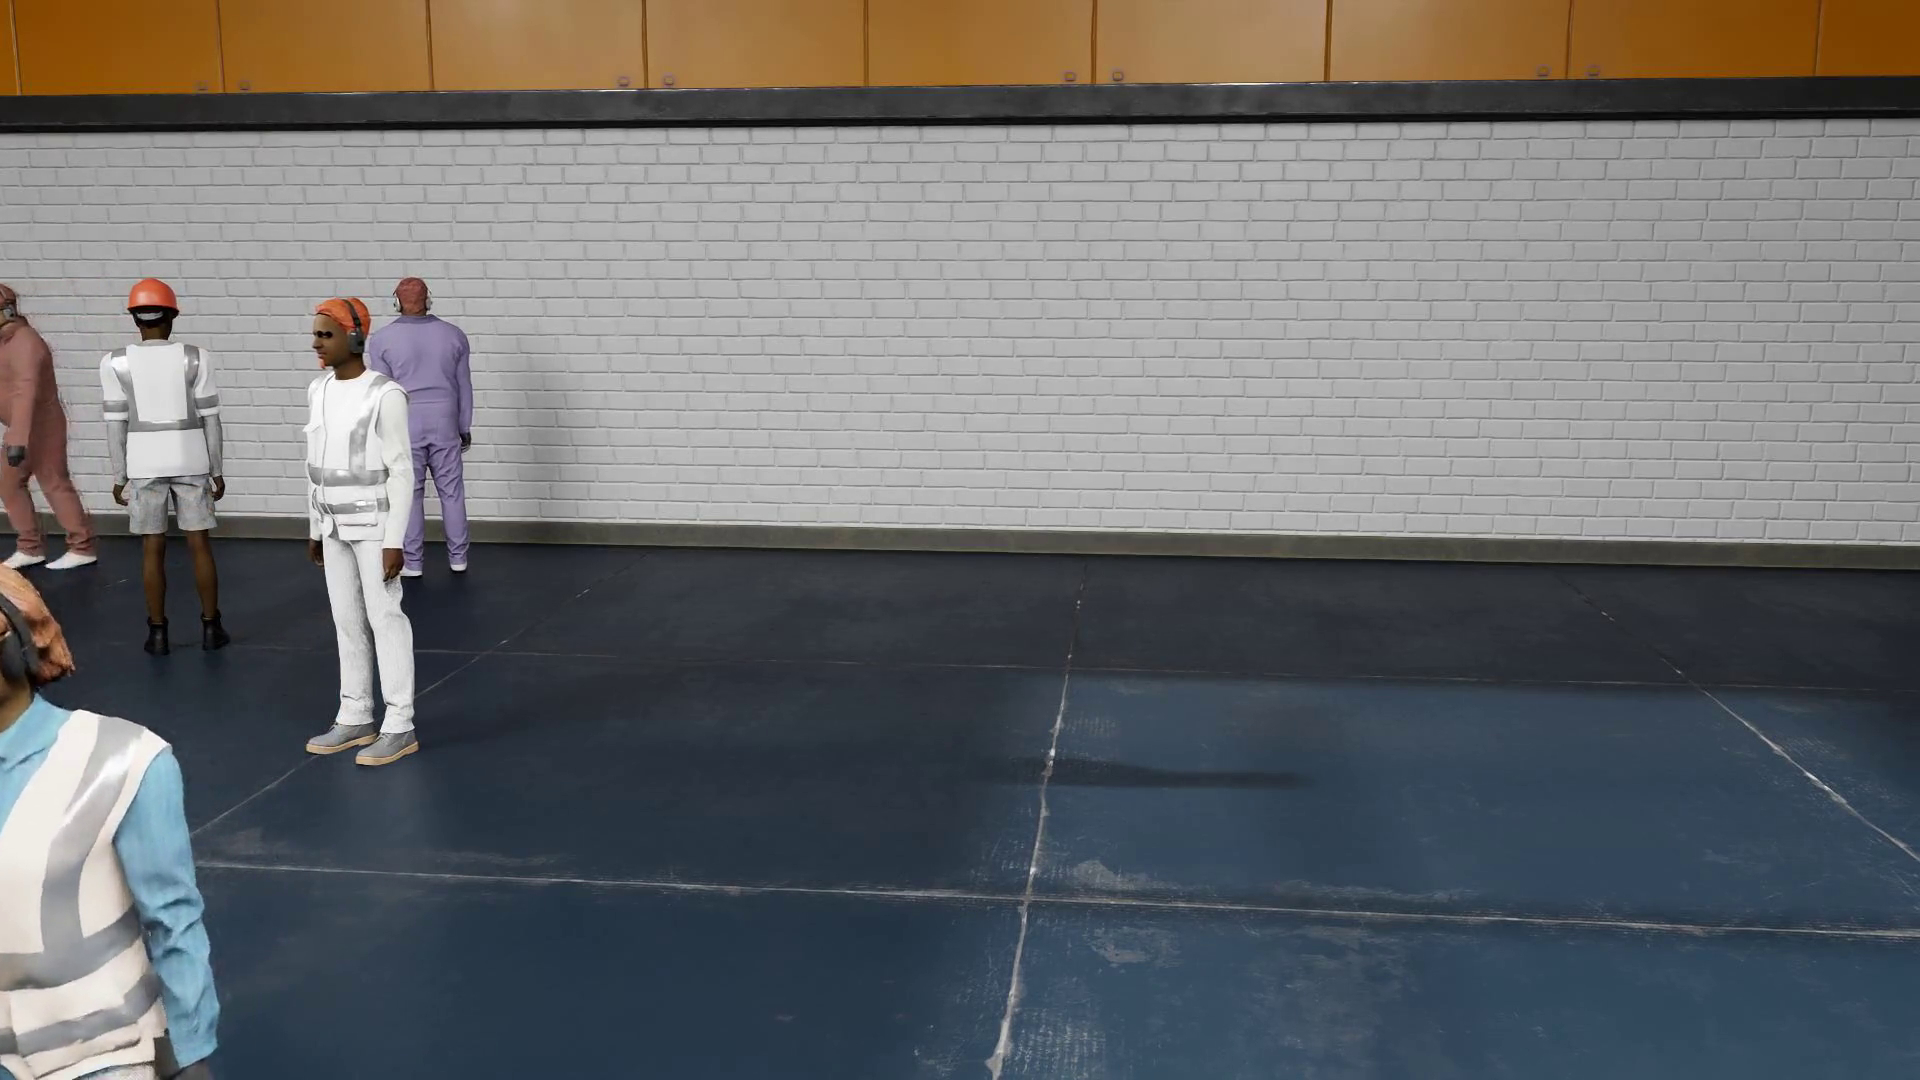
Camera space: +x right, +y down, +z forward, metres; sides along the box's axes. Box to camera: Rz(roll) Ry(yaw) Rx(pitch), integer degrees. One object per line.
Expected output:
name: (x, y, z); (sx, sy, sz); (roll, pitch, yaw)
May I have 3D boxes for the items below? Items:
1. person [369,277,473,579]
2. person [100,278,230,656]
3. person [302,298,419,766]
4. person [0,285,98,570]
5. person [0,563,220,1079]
person: (-3.414, -0.705, 10.555); (0.637, 1.902, 0.406); (-6, 12, -33)
person: (-4.076, -0.369, 8.552); (0.543, 1.927, 0.375); (-5, 11, -24)
person: (-2.448, -0.033, 6.752); (0.575, 1.883, 0.355); (6, 12, 32)
person: (-5.943, -0.698, 10.638); (0.703, 1.852, 0.667); (-9, 13, -41)
person: (-1.424, 0.830, 2.561); (0.516, 1.624, 0.380); (0, 10, 0)
